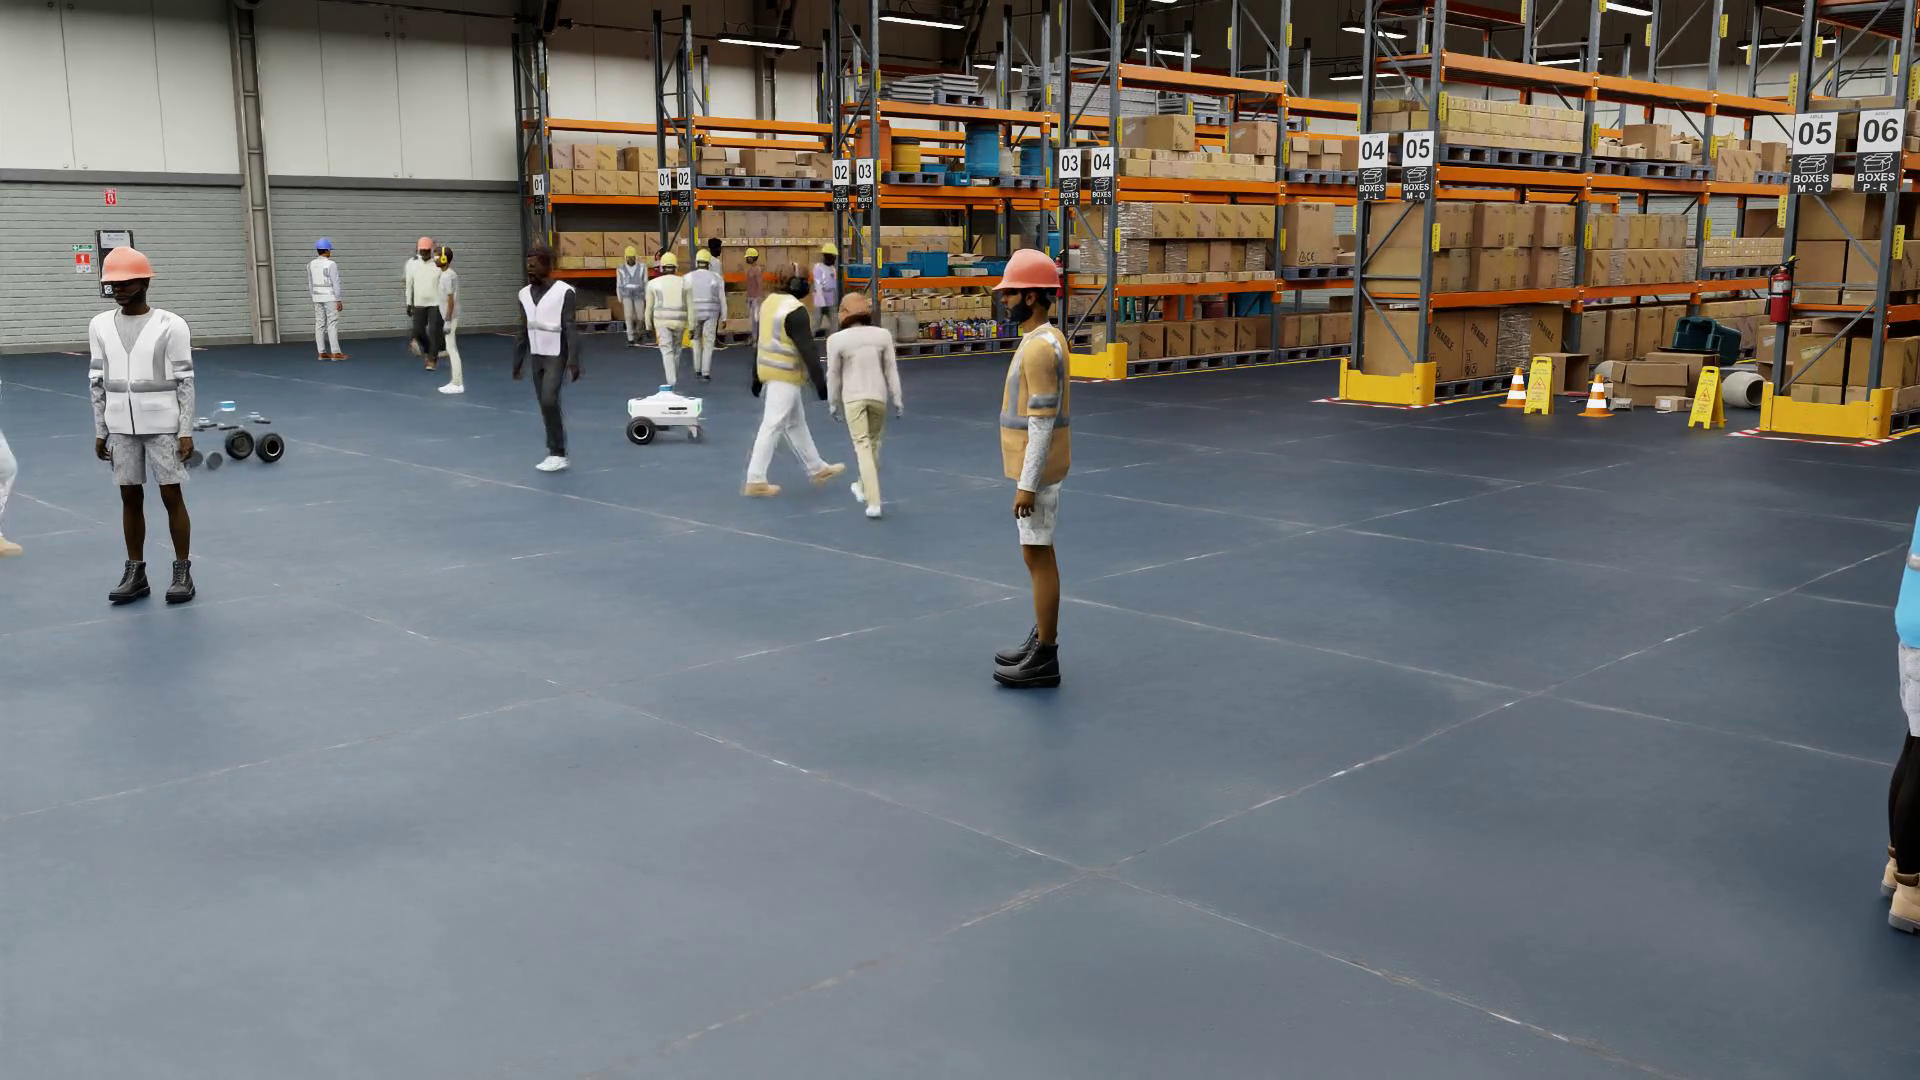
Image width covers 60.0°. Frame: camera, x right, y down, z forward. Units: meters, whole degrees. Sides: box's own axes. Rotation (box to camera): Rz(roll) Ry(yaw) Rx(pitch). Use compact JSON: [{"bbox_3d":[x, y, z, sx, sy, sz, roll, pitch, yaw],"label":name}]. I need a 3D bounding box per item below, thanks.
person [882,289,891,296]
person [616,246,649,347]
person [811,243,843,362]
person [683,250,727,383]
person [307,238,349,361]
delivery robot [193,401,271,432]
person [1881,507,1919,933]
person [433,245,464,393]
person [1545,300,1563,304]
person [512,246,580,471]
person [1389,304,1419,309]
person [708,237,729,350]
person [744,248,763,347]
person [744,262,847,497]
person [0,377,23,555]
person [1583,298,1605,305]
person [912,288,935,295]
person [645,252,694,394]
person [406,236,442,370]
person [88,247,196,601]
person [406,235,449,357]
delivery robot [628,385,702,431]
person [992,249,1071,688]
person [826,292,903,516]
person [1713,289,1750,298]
[{"bbox_3d":[-1.708,-5.825,38.303,0.279,1.633,0.499,-4,11,-21],"label":"person"},{"bbox_3d":[-5.947,-4.438,30.240,0.598,1.813,0.535,-2,11,-10],"label":"person"},{"bbox_3d":[-2.203,-3.803,26.611,0.944,1.889,0.592,7,12,33],"label":"person"},{"bbox_3d":[-3.514,-3.095,22.972,0.616,1.791,0.882,0,10,-2],"label":"person"},{"bbox_3d":[-10.185,-3.862,26.738,0.605,1.949,0.384,4,11,23],"label":"person"},{"bbox_3d":[-6.450,-1.108,14.678,0.335,0.223,0.698,6,12,29],"label":"delivery robot"},{"bbox_3d":[2.879,0.286,4.805,0.318,1.697,0.536,5,12,27],"label":"person"},{"bbox_3d":[-6.552,-2.823,21.288,0.311,1.868,0.531,-3,11,-16],"label":"person"},{"bbox_3d":[10.983,-4.653,30.796,0.390,2.040,0.614,-2,11,-11],"label":"person"},{"bbox_3d":[-3.563,-1.532,14.133,0.632,1.904,0.592,7,12,32],"label":"person"},{"bbox_3d":[6.477,-3.346,24.105,0.575,1.882,0.355,9,14,42],"label":"person"},{"bbox_3d":[-4.338,-4.349,29.346,0.368,1.961,0.612,-6,12,-31],"label":"person"},{"bbox_3d":[-3.748,-4.392,30.128,0.315,1.767,0.535,-6,12,-31],"label":"person"},{"bbox_3d":[-1.306,-1.257,12.985,0.971,1.786,0.657,-6,12,-28],"label":"person"},{"bbox_3d":[-5.997,-0.748,10.099,0.564,1.824,0.622,-4,11,-20],"label":"person"},{"bbox_3d":[10.389,-3.965,27.415,0.543,1.913,0.748,8,13,37],"label":"person"},{"bbox_3d":[-0.856,-5.739,37.695,0.546,1.671,0.569,9,14,40],"label":"person"},{"bbox_3d":[-3.692,-2.759,21.163,0.603,1.792,0.911,-4,11,-22],"label":"person"},{"bbox_3d":[-7.972,-3.549,24.932,0.635,1.983,0.542,-1,10,-5],"label":"person"},{"bbox_3d":[-4.478,-0.624,9.112,0.549,1.937,0.358,-1,10,-3],"label":"person"},{"bbox_3d":[-8.771,-4.009,27.405,0.685,2.000,0.868,2,10,8],"label":"person"},{"bbox_3d":[-2.882,-1.274,16.287,0.707,0.478,0.477,-1,10,-7],"label":"delivery robot"},{"bbox_3d":[0.317,-0.321,7.457,0.356,1.939,0.543,1,10,5],"label":"person"},{"bbox_3d":[-0.726,-0.996,12.076,0.522,1.581,0.855,-4,11,-23],"label":"person"},{"bbox_3d":[14.183,-4.559,30.667,0.880,1.911,0.633,-9,13,-39],"label":"person"}]
